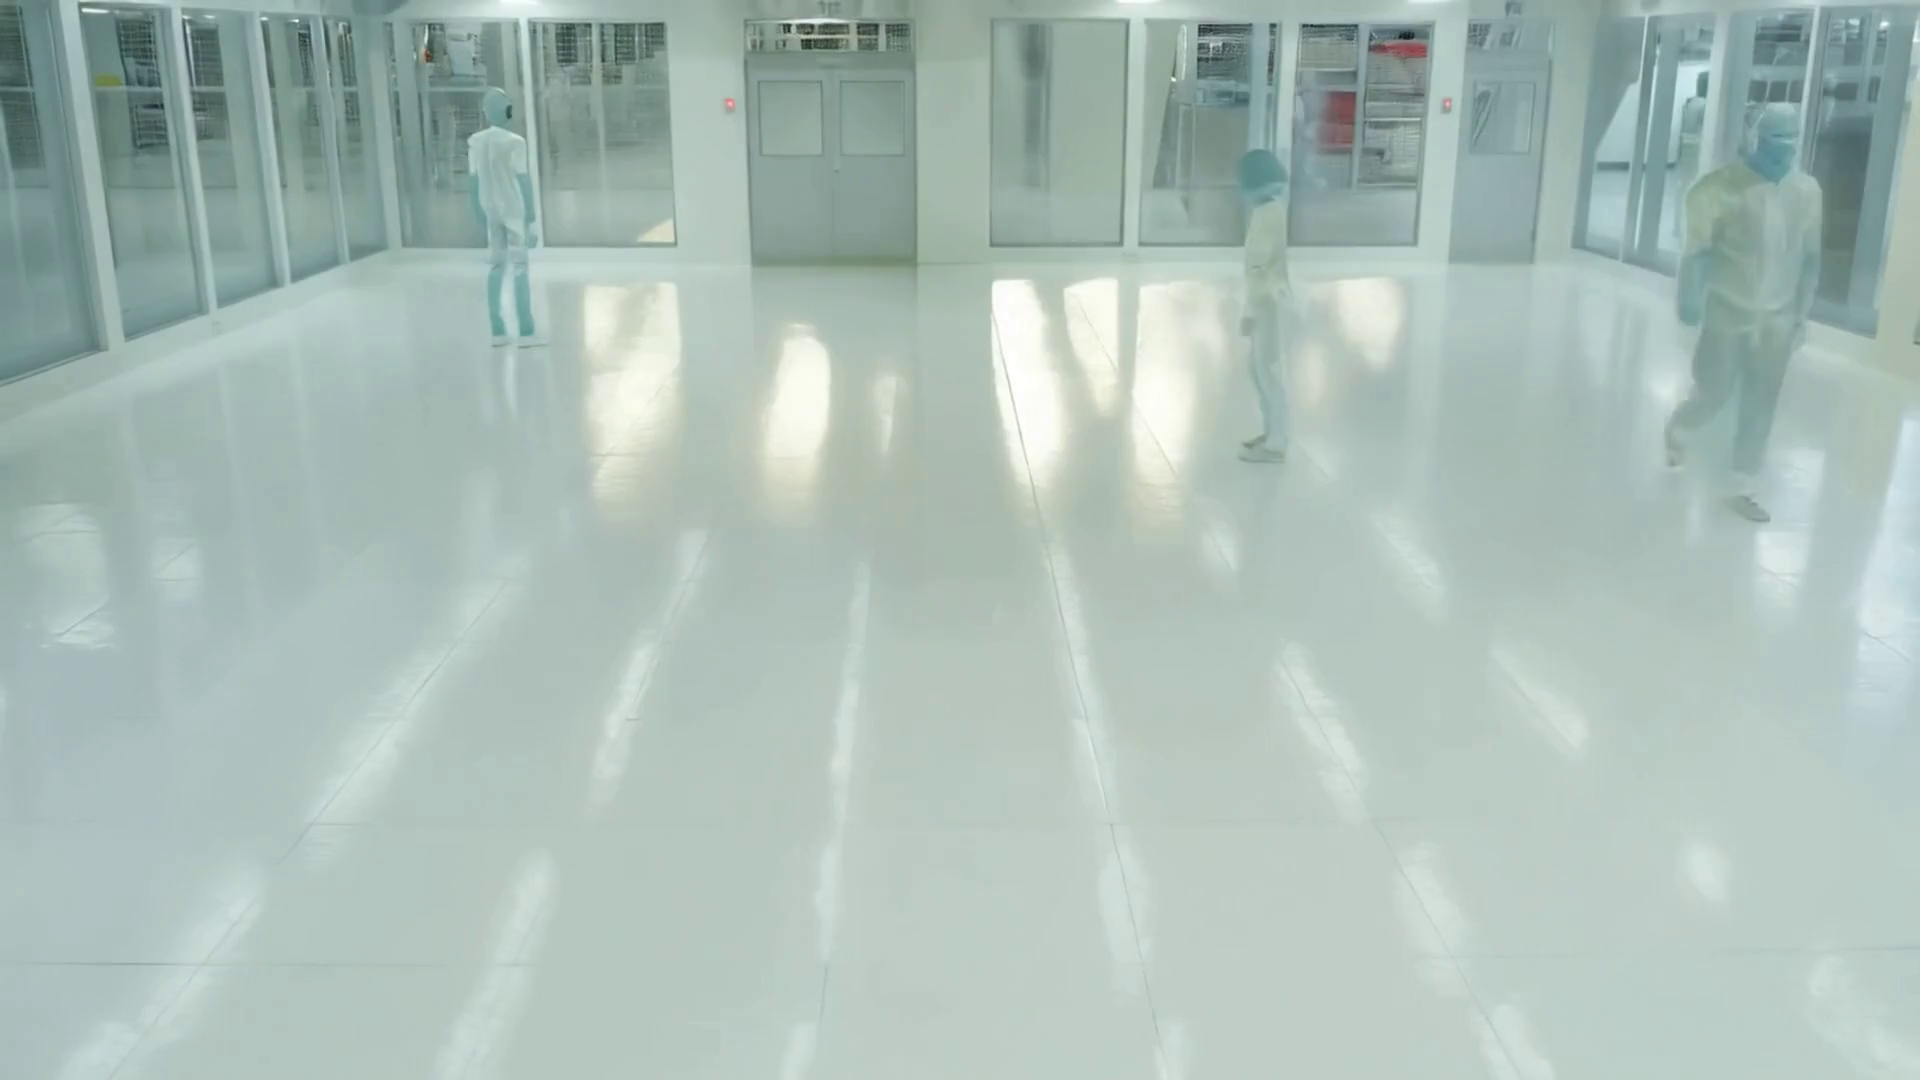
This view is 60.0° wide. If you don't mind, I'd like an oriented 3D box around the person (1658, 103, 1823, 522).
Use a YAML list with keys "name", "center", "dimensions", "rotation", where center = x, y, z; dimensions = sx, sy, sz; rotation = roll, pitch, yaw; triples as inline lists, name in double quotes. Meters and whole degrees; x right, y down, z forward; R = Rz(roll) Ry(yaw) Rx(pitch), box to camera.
- name: "person"
  center: [3.640, -1.066, 7.749]
  dimensions: [0.659, 1.892, 0.619]
  rotation: [-1, 16, -3]

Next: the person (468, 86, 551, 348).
- name: "person"
  center: [-3.296, -2.336, 12.115]
  dimensions: [0.530, 1.876, 0.323]
  rotation: [6, 17, 19]

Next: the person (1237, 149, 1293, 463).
- name: "person"
  center: [1.605, -1.211, 8.712]
  dimensions: [0.332, 1.621, 0.602]
  rotation: [2, 17, 8]
